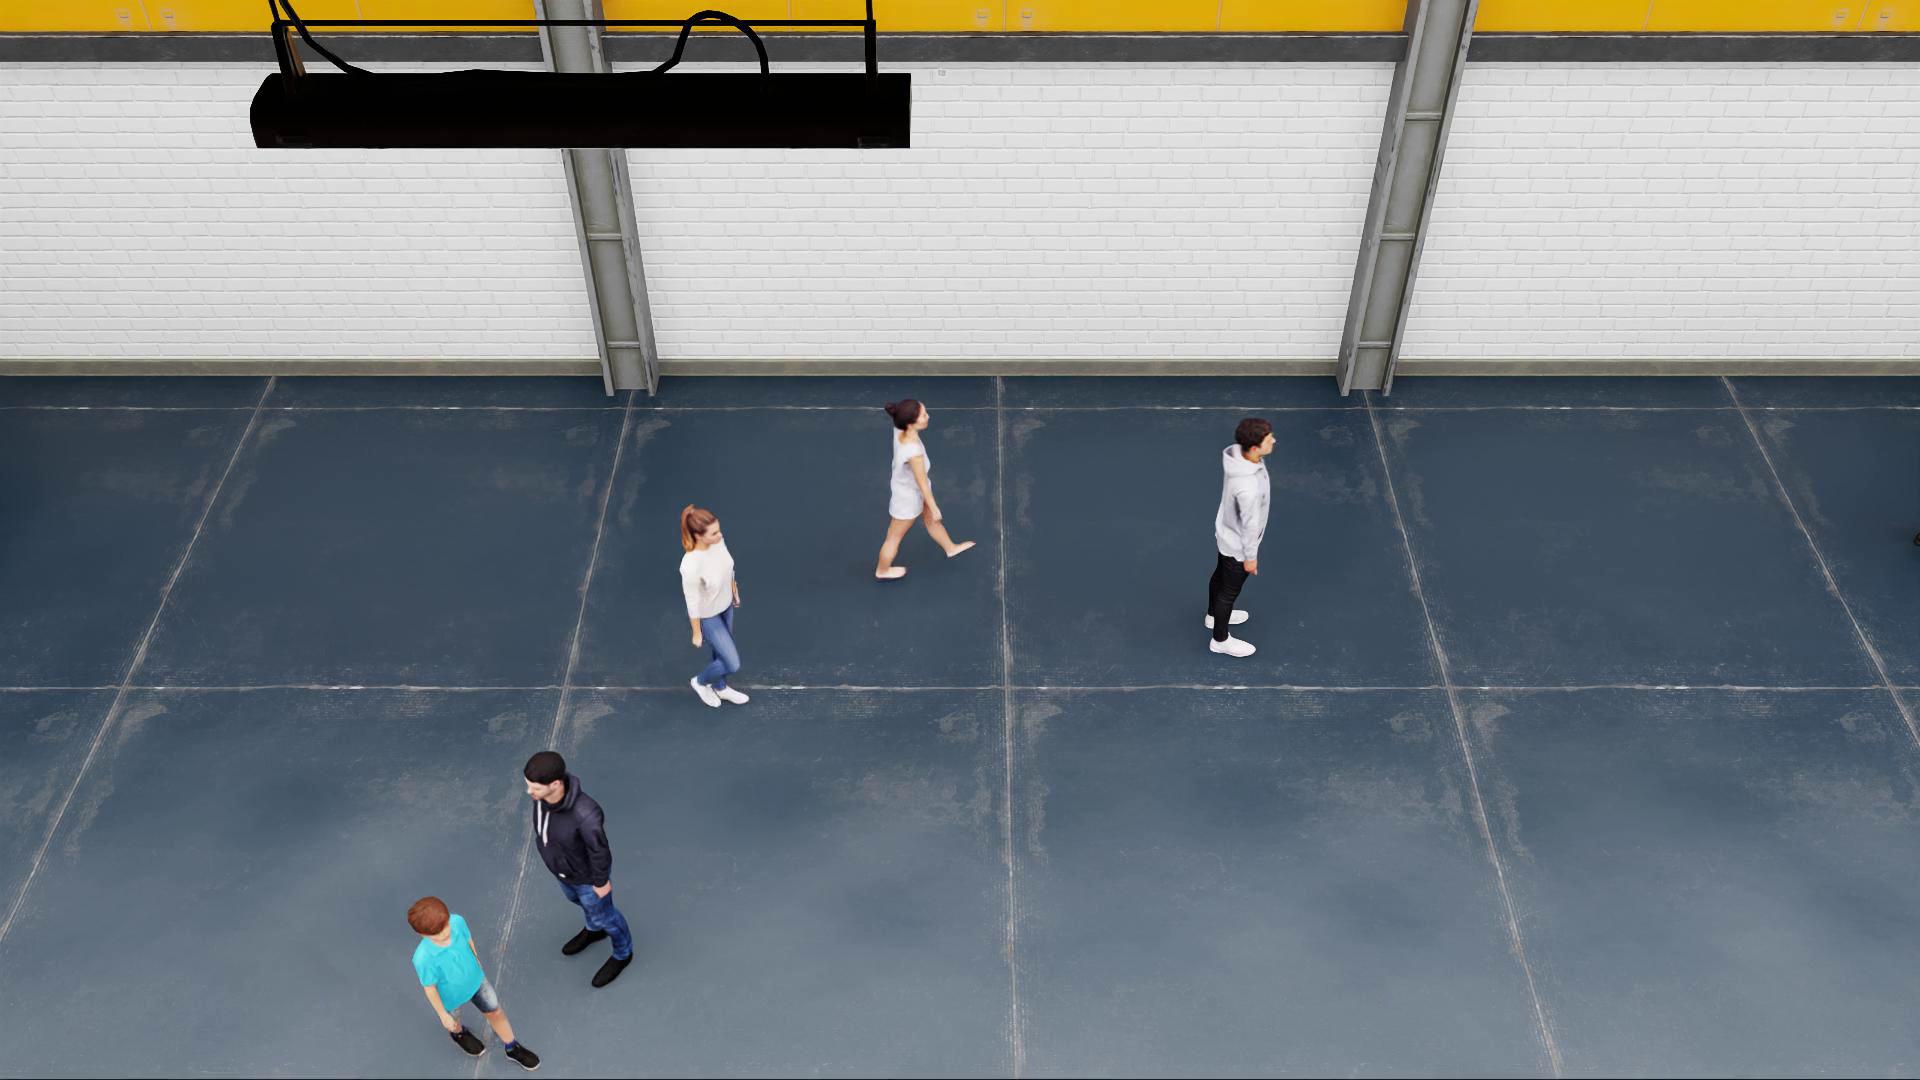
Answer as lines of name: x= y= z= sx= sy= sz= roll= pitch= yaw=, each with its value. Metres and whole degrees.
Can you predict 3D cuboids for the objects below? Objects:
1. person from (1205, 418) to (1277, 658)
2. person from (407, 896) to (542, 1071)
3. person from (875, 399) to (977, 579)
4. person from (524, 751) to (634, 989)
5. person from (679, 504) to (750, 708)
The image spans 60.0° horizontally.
person: x=1.828 y=-0.036 z=10.976 sx=0.583 sy=1.929 sz=0.669 roll=-1 pitch=44 yaw=-1
person: x=-2.742 y=2.324 z=8.862 sx=0.902 sy=1.426 sz=0.781 roll=25 pitch=49 yaw=24
person: x=-0.430 y=-0.303 z=11.517 sx=1.043 sy=1.568 sz=0.732 roll=-10 pitch=44 yaw=-10
person: x=-2.081 y=1.750 z=9.131 sx=0.745 sy=1.887 sz=0.814 roll=33 pitch=53 yaw=30
person: x=-1.655 y=0.442 z=10.629 sx=0.760 sy=1.715 sz=0.731 roll=14 pitch=45 yaw=14
